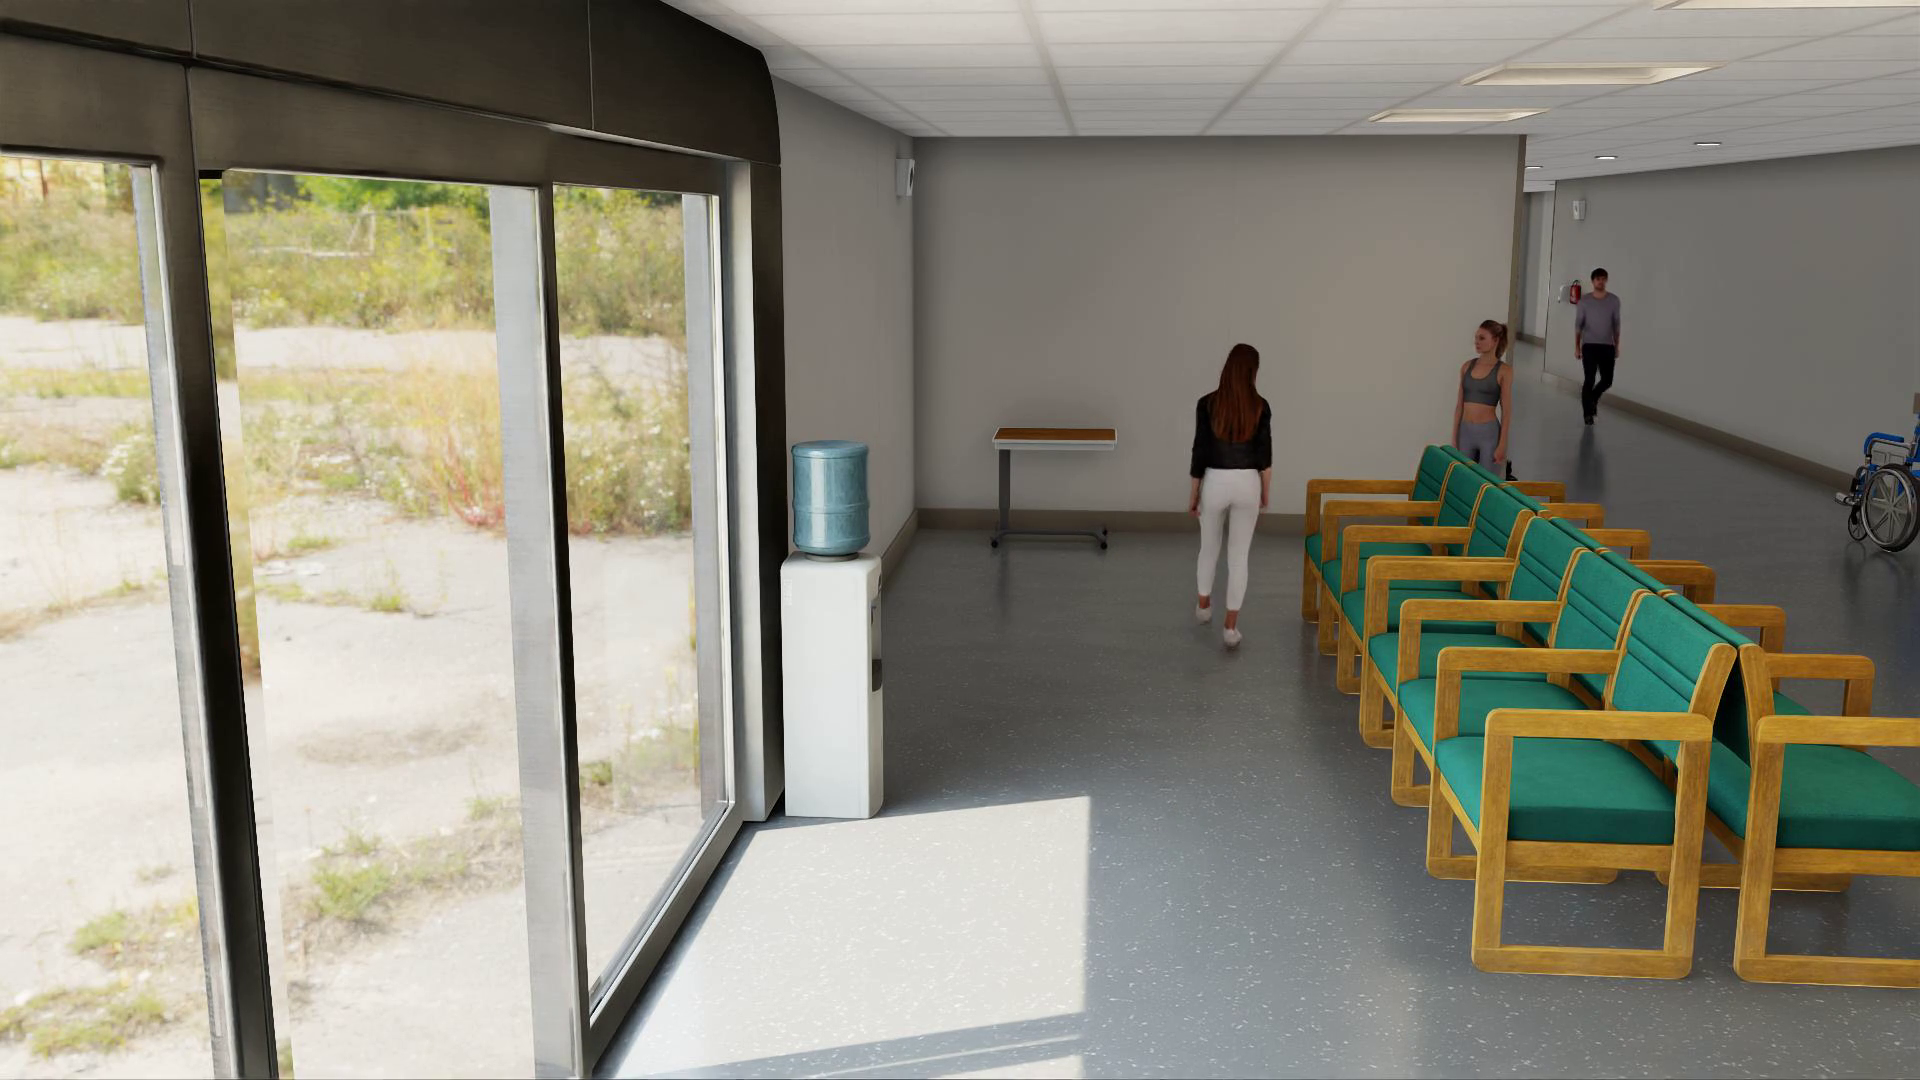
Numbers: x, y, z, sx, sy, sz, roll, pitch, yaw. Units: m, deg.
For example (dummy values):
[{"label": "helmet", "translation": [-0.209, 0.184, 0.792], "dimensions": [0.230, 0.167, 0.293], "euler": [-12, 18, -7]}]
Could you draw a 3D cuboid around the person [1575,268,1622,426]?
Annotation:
[{"label": "person", "translation": [7.544, -2.288, 19.720], "dimensions": [0.872, 1.826, 0.725], "euler": [1, 11, 7]}]

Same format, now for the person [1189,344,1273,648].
[{"label": "person", "translation": [1.509, -0.227, 9.283], "dimensions": [0.972, 1.667, 0.748], "euler": [2, 11, 12]}]

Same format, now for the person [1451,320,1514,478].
[{"label": "person", "translation": [3.614, -0.672, 11.525], "dimensions": [0.705, 1.707, 0.637], "euler": [-10, 14, -42]}]
